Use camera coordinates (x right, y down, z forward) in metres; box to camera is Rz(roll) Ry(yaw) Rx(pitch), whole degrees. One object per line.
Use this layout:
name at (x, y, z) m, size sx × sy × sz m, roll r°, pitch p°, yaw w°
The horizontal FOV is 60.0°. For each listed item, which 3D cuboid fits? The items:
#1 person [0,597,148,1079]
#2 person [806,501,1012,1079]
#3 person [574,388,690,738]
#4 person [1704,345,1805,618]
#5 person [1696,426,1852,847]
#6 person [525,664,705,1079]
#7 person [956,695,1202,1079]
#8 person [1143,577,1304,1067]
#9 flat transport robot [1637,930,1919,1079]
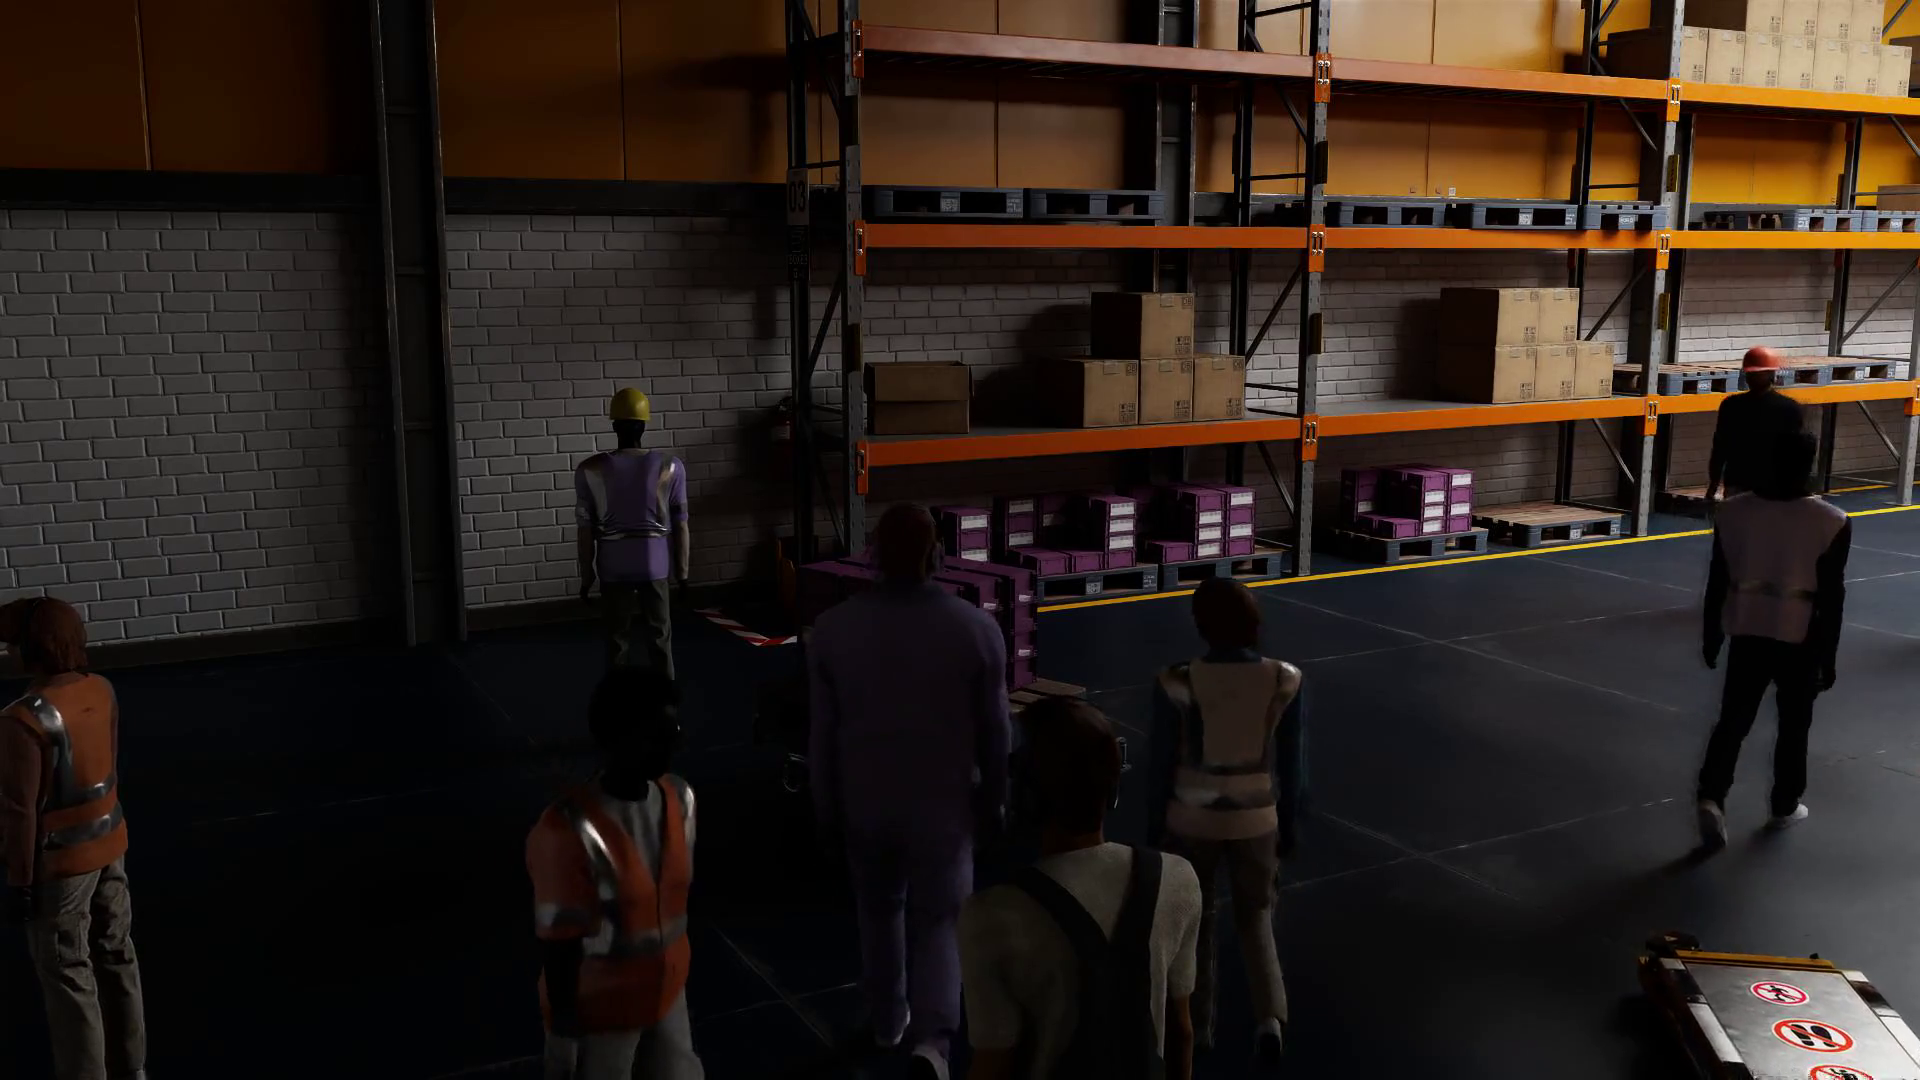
person at (-2.690, 0.974, 5.021) m, size 0.314 × 1.632 × 0.517 m, roll 0°, pitch 10°, yaw 3°
person at (-0.164, 0.823, 5.206) m, size 0.641 × 1.875 × 0.851 m, roll 1°, pitch 10°, yaw 5°
person at (-1.744, 0.152, 8.892) m, size 0.594 × 1.926 × 0.366 m, roll -3°, pitch 10°, yaw -15°
person at (5.728, -0.413, 11.999) m, size 0.496 × 1.978 × 0.620 m, roll -7°, pitch 12°, yaw -34°
person at (3.608, 0.432, 7.447) m, size 0.593 × 1.883 × 0.903 m, roll 9°, pitch 13°, yaw 42°
person at (-0.888, 1.109, 4.090) m, size 0.567 × 1.680 × 0.535 m, roll 7°, pitch 12°, yaw 35°
person at (0.208, 1.190, 3.155) m, size 0.504 × 1.847 × 0.345 m, roll -5°, pitch 11°, yaw -28°
person at (0.857, 0.926, 5.353) m, size 0.521 × 1.621 × 0.515 m, roll -1°, pitch 10°, yaw -3°
flat transport robot at (2.646, 1.613, 5.246) m, size 0.652 × 0.197 × 1.431 m, roll 2°, pitch 10°, yaw 9°
